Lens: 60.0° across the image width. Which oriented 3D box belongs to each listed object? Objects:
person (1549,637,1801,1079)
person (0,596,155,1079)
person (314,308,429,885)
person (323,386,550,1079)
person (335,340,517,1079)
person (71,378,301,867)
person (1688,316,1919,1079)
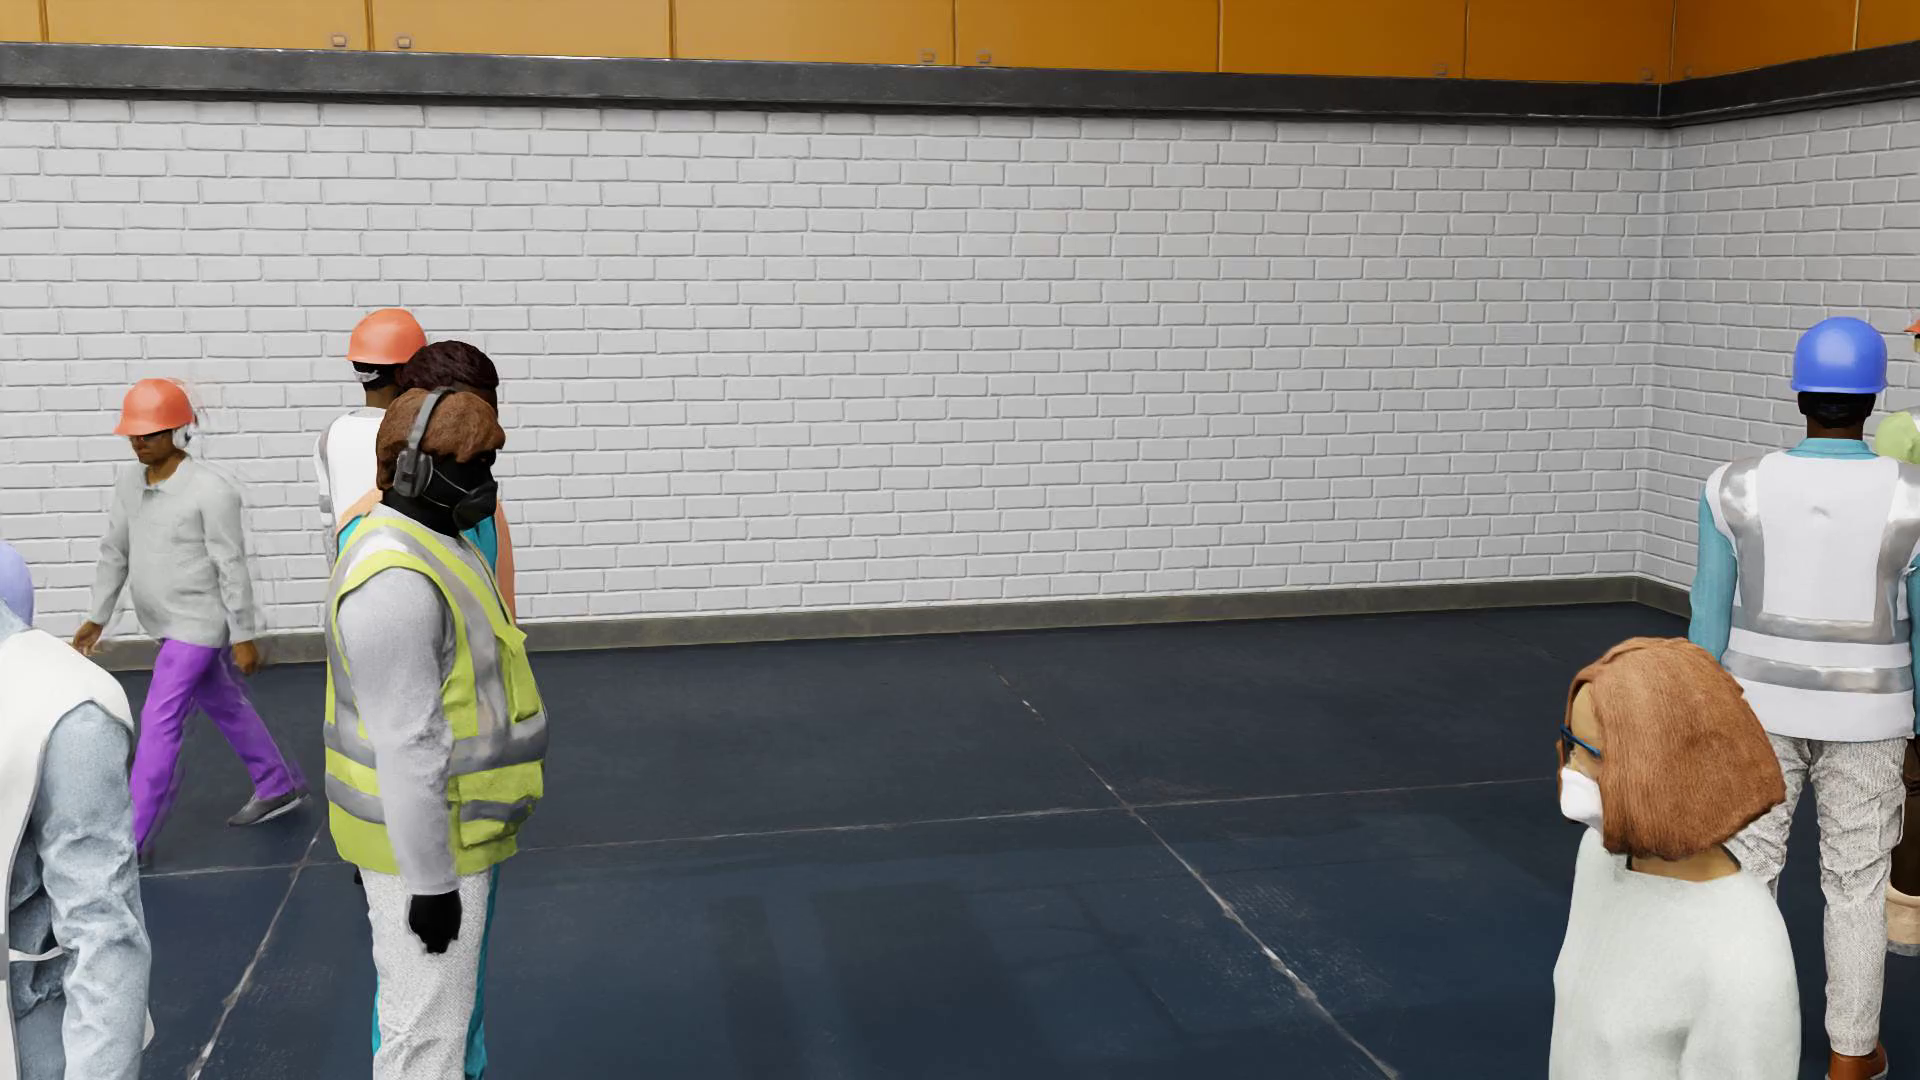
[{"bbox_3d":[0.869,0.923,2.122,0.277,1.627,0.505,0,9,1],"label":"person"},{"bbox_3d":[-1.327,0.754,2.251,0.588,1.920,0.391,4,10,25],"label":"person"},{"bbox_3d":[-1.856,0.209,5.514,0.545,1.938,0.361,5,11,29],"label":"person"},{"bbox_3d":[-1.055,0.607,3.407,0.430,1.838,0.624,-2,10,-12],"label":"person"},{"bbox_3d":[-1.156,0.516,3.719,0.392,1.914,0.587,1,9,8],"label":"person"},{"bbox_3d":[-2.750,0.274,5.858,0.566,1.697,0.939,7,12,36],"label":"person"},{"bbox_3d":[2.141,0.424,4.169,0.605,1.951,0.383,6,11,31],"label":"person"}]
